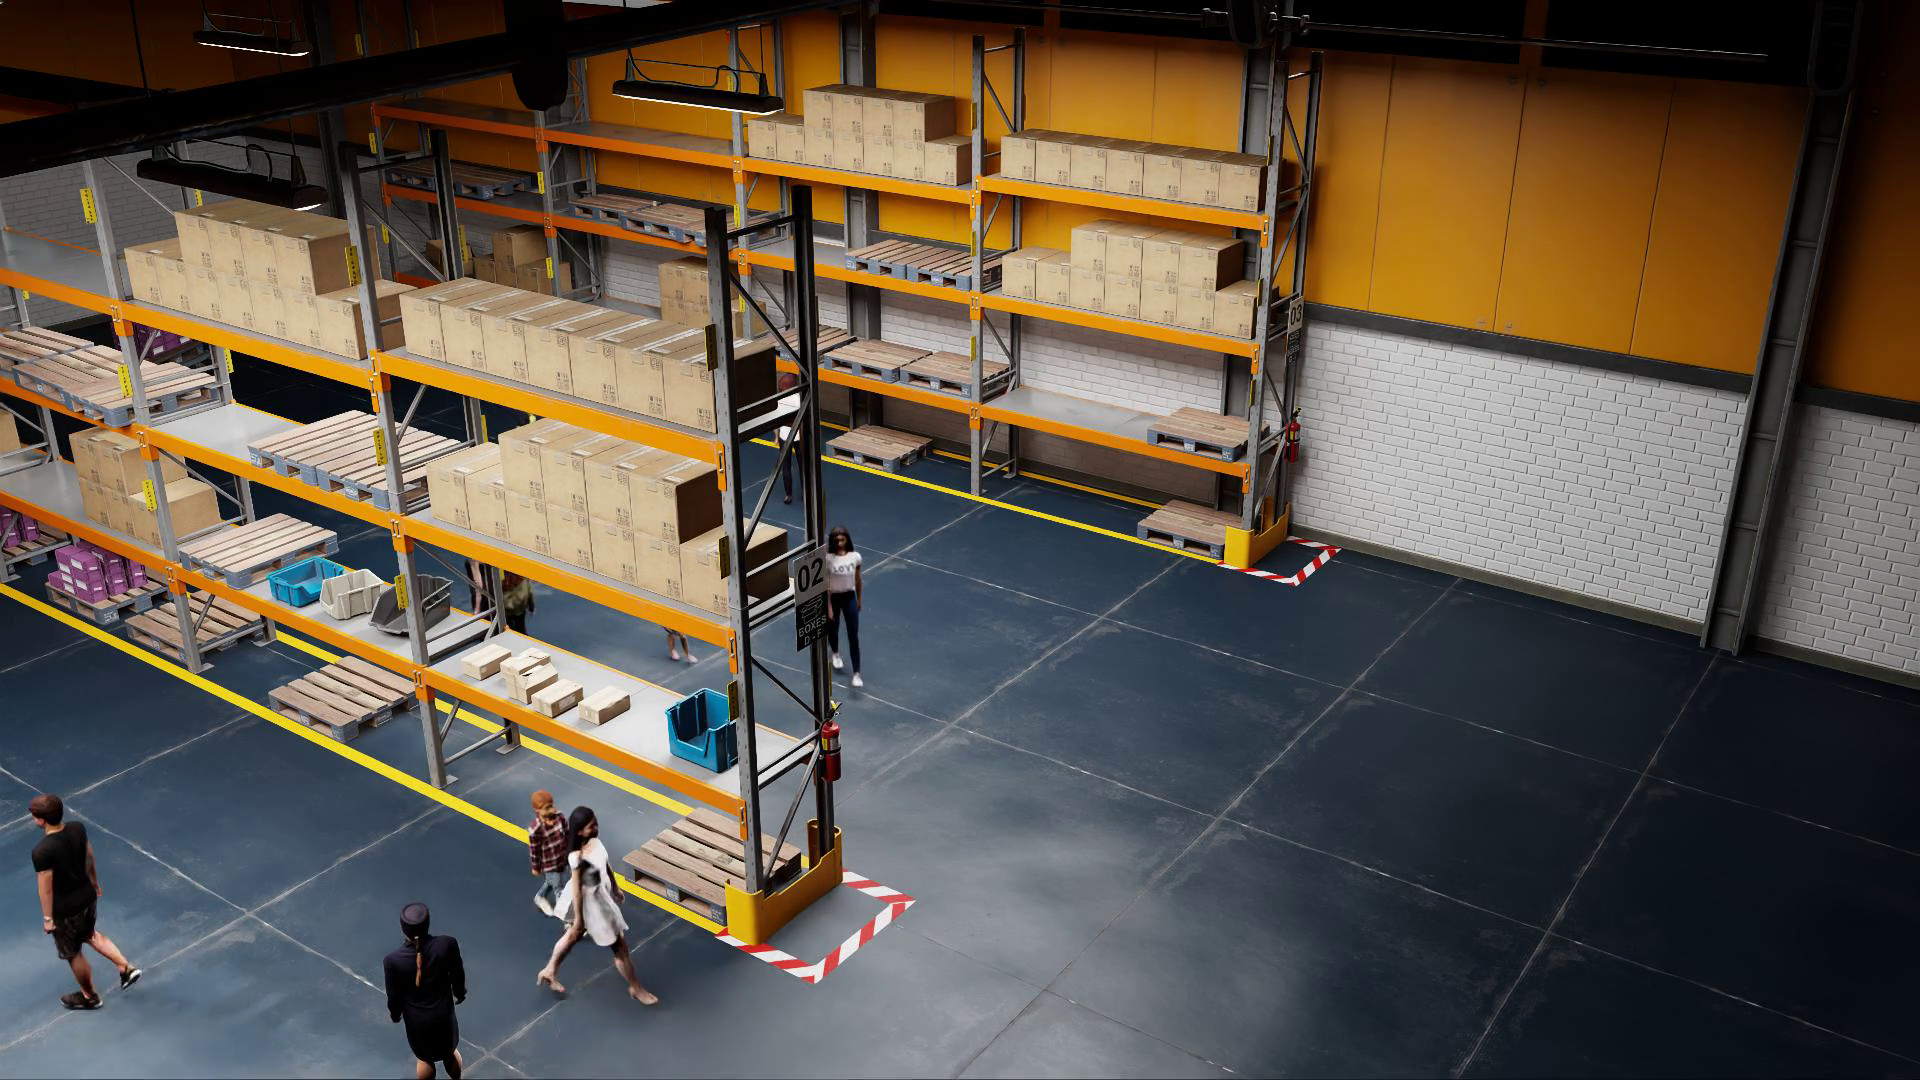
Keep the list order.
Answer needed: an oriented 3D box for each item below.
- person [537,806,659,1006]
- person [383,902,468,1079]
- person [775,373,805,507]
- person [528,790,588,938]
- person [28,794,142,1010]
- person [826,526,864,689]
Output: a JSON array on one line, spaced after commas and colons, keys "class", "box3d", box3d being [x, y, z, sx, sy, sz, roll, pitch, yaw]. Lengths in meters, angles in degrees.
[{"class": "person", "box3d": [-2.871, 2.785, 12.582, 1.250, 1.721, 1.013, 2, 24, 4]}, {"class": "person", "box3d": [-3.696, 3.262, 11.553, 0.793, 1.671, 0.774, -14, 27, -29]}, {"class": "person", "box3d": [-2.211, -1.329, 21.902, 0.691, 1.794, 0.711, -8, 25, -18]}, {"class": "person", "box3d": [-3.363, 2.584, 13.580, 0.893, 1.291, 0.549, 14, 27, 29]}, {"class": "person", "box3d": [-6.607, 2.742, 12.524, 0.992, 1.847, 0.883, 3, 24, 7]}, {"class": "person", "box3d": [-1.286, 0.655, 17.459, 1.047, 1.718, 1.190, -7, 25, -16]}]
